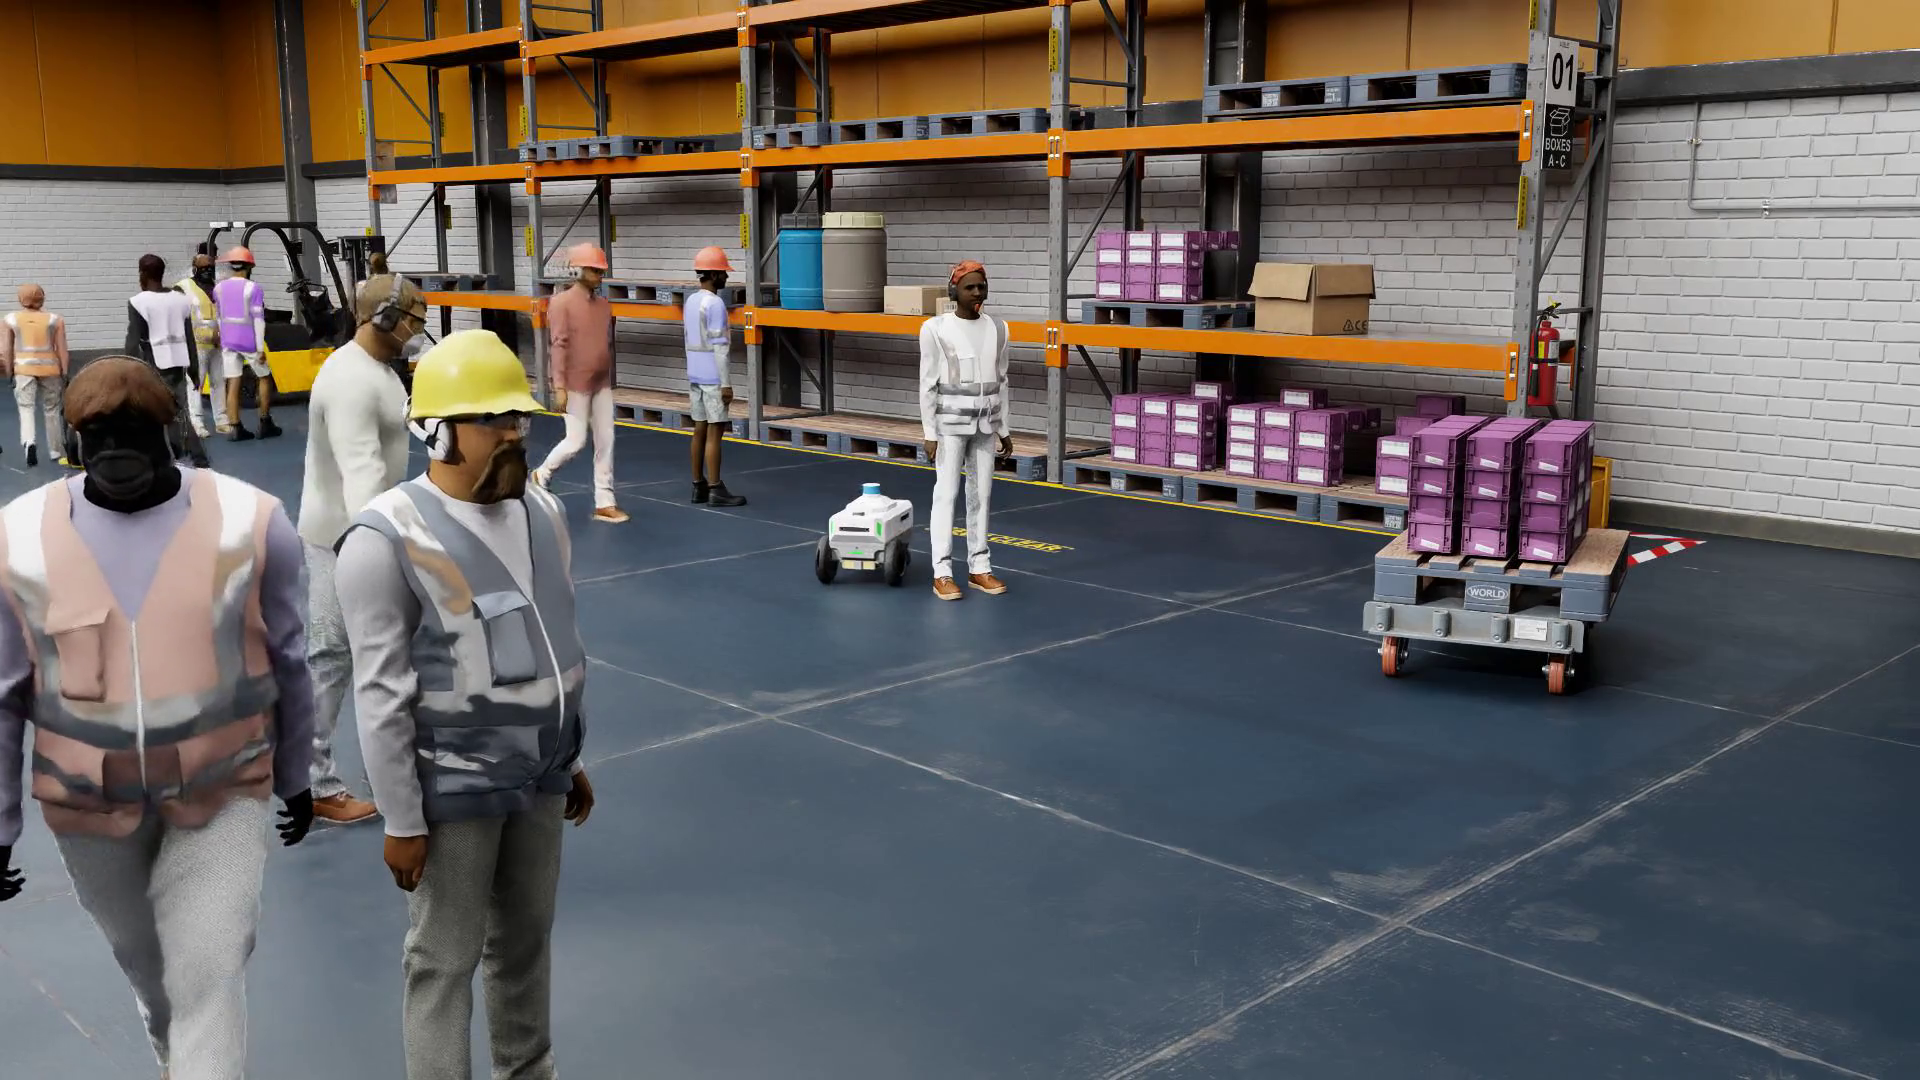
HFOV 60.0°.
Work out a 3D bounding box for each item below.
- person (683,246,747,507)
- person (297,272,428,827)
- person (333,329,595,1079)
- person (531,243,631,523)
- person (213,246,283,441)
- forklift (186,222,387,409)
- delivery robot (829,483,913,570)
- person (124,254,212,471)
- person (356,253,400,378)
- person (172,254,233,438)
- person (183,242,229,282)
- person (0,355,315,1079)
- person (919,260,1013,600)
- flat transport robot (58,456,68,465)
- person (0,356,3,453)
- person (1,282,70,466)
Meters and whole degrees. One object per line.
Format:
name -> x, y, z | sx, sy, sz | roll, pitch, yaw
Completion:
person -> -1.852, -1.217, 12.455 | 0.369, 1.939, 0.542 | -7, 12, -33
person -> -2.032, 0.043, 5.718 | 0.650, 1.887, 0.770 | -1, 10, -4
person -> -0.981, 0.483, 3.469 | 0.404, 1.836, 0.590 | 5, 12, 25
person -> -2.703, -1.111, 11.781 | 0.722, 1.975, 0.619 | 7, 12, 32
person -> -7.082, -1.950, 16.532 | 0.560, 1.903, 0.727 | 2, 11, 8
forklift -> -8.169, -2.758, 20.163 | 2.313, 2.155, 1.214 | -10, 14, -44
delivery robot -> -0.520, -0.092, 9.847 | 0.477, 0.478, 0.707 | 3, 11, 14
person -> -6.673, -1.443, 13.894 | 0.997, 1.869, 0.609 | 3, 11, 18
person -> -6.571, -2.332, 18.880 | 0.514, 1.819, 0.715 | -4, 11, -23
person -> -7.595, -1.961, 16.803 | 0.429, 1.837, 0.621 | 6, 12, 31
person -> -9.691, -2.896, 21.625 | 0.626, 1.927, 0.857 | 2, 11, 9
person -> -1.686, 0.508, 3.466 | 0.642, 1.795, 0.973 | -3, 11, -17
person -> 0.041, -0.613, 9.318 | 0.574, 1.883, 0.356 | -6, 12, -32
flat transport robot -> -7.520, -0.862, 15.075 | 0.652, 0.197, 1.431 | -1, 10, -4
person -> -9.107, -1.728, 15.252 | 0.555, 1.935, 0.374 | -3, 11, -17
person -> -8.176, -1.472, 14.735 | 0.527, 1.616, 0.741 | -5, 12, -27
